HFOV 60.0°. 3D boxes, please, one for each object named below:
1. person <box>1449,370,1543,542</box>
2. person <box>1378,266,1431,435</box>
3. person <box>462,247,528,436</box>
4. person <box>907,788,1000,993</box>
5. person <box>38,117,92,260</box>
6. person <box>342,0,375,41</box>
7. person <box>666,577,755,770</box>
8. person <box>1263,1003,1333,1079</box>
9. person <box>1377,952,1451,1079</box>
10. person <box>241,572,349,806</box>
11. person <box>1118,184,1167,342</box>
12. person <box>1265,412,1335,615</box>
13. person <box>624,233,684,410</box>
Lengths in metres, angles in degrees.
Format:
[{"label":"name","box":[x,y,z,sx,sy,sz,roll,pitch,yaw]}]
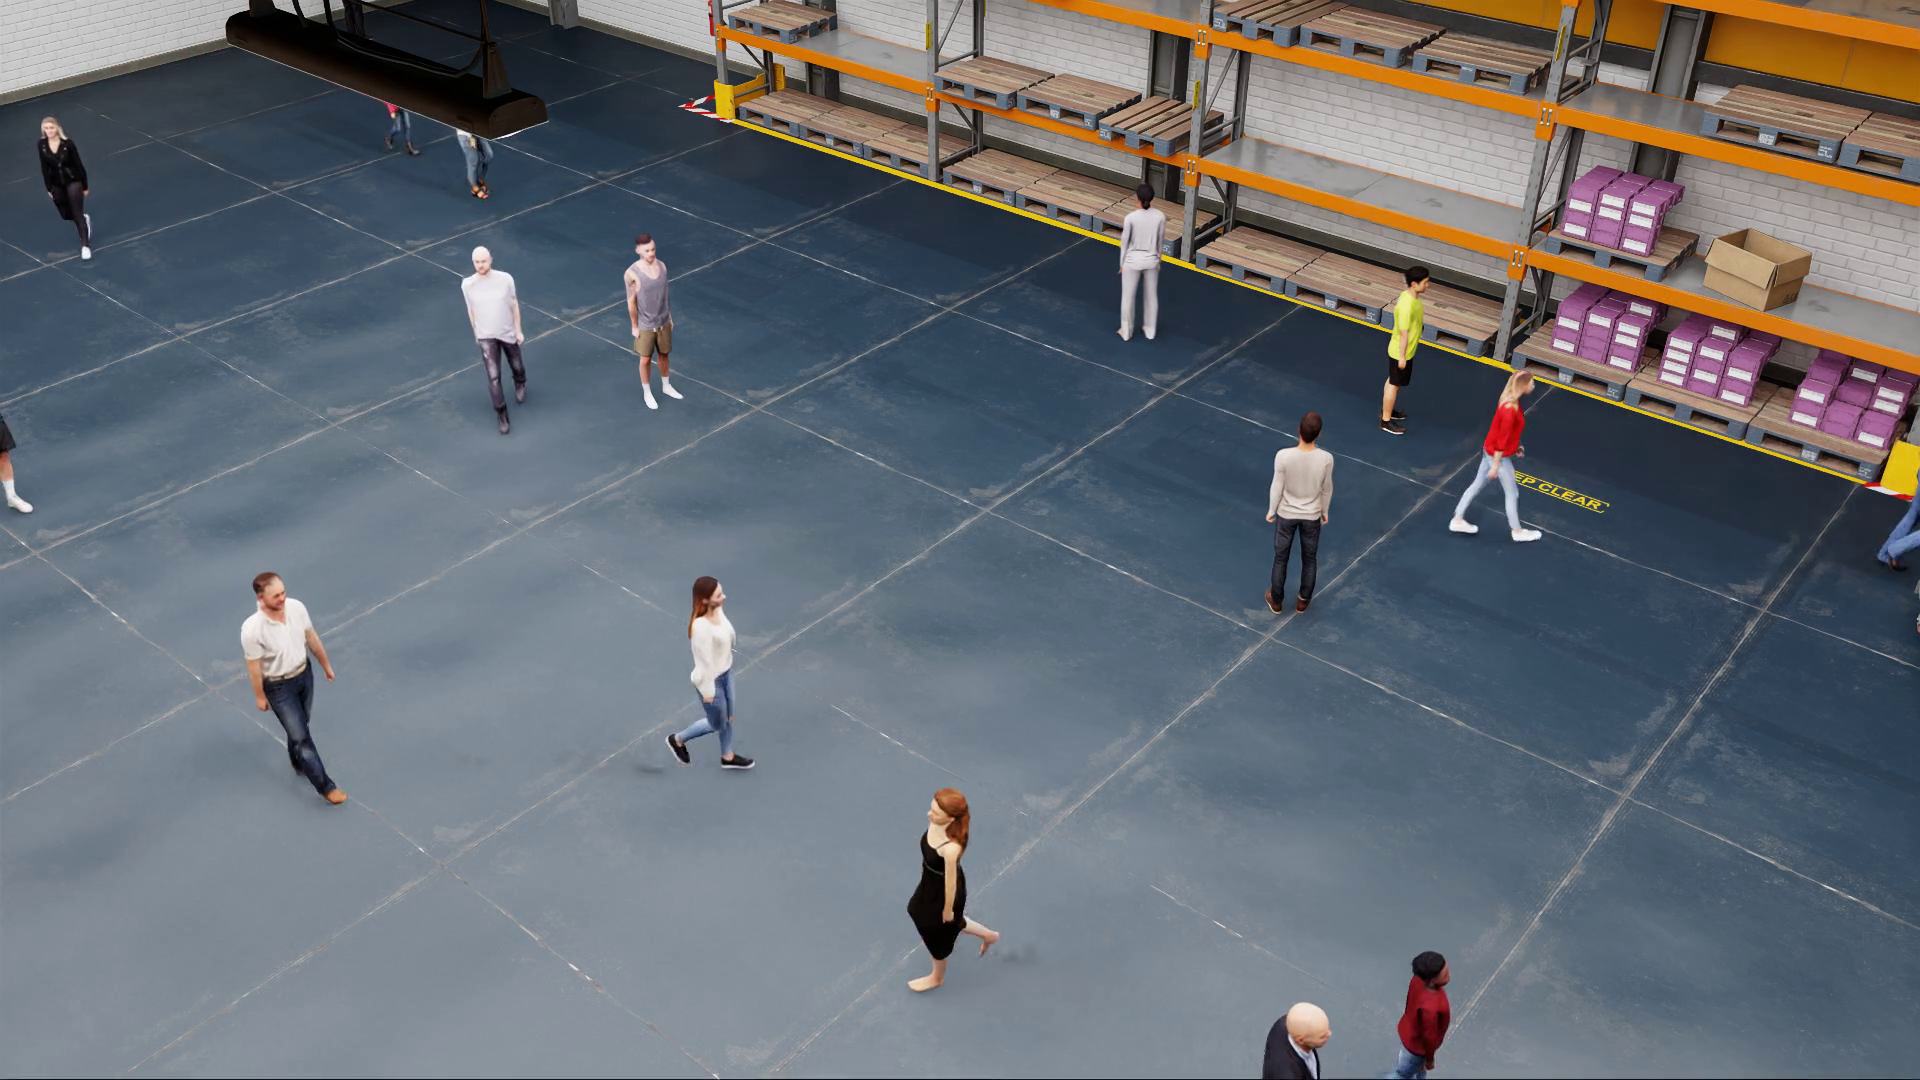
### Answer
[{"label":"person","box":[4.600,-0.732,14.480,1.119,1.666,0.938,5,34,8]},{"label":"person","box":[4.299,-1.874,16.162,0.665,1.708,0.696,9,35,13]},{"label":"person","box":[-4.513,-2.050,16.327,1.103,1.817,1.262,-8,34,-12]},{"label":"person","box":[-0.023,2.130,10.226,0.909,1.610,0.884,-7,34,-11]},{"label":"person","box":[-10.560,-4.206,19.703,0.946,1.671,1.036,-6,34,-9]},{"label":"person","box":[-9.814,-8.883,26.669,0.554,1.748,0.690,14,36,19]},{"label":"person","box":[-1.840,0.990,11.881,0.977,1.676,0.869,4,34,6]},{"label":"person","box":[1.612,3.031,8.711,0.823,1.786,0.822,9,35,13]},{"label":"person","box":[2.558,2.836,9.497,0.888,1.241,0.754,3,34,5]},{"label":"person","box":[-4.806,0.965,11.781,1.037,1.828,0.751,21,39,29]},{"label":"person","box":[1.946,-2.964,17.778,0.702,1.733,0.748,-5,34,-7]},{"label":"person","box":[2.754,-0.208,13.510,0.708,1.868,0.807,3,34,4]},{"label":"person","box":[-3.080,-2.210,16.631,0.658,1.841,0.616,-26,42,-34]}]
